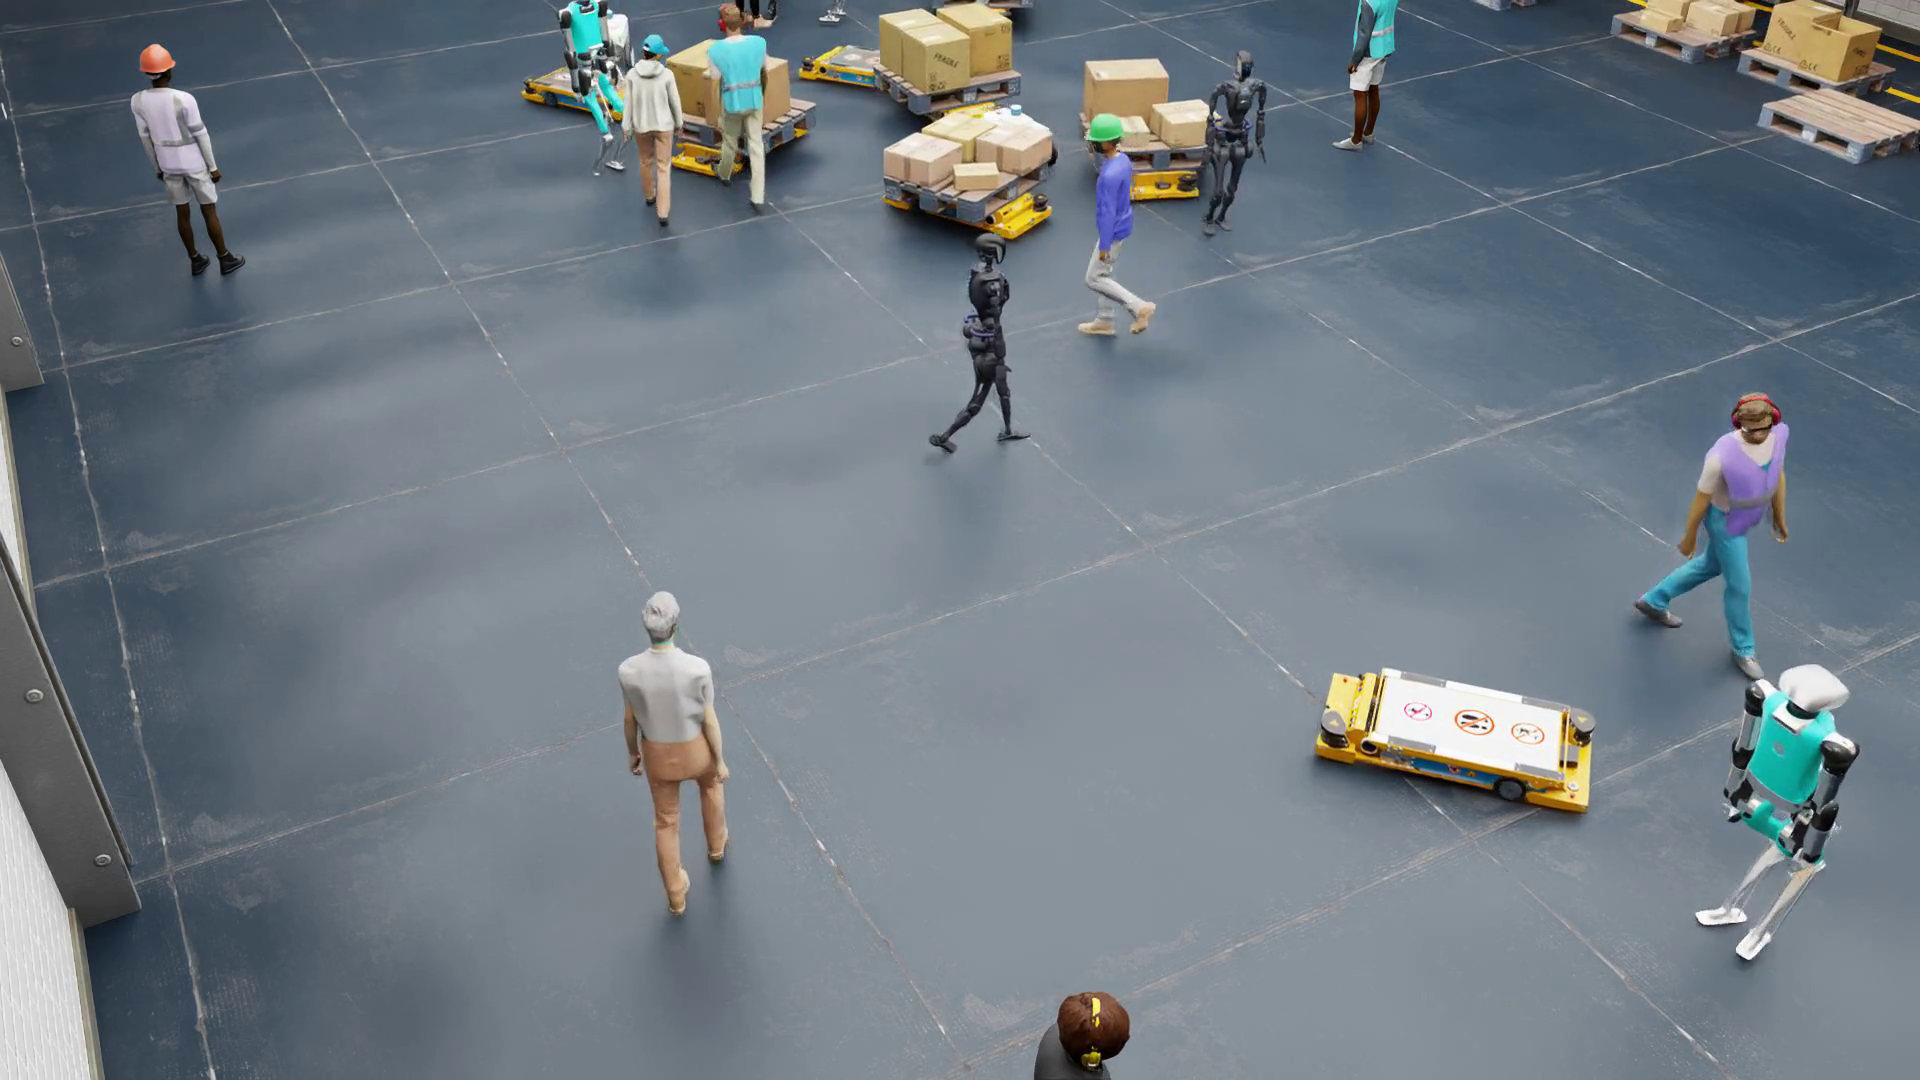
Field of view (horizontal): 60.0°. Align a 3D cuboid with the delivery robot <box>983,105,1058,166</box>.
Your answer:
[{"bbox_3d":[0.545,-3.878,15.993,0.499,0.582,0.764,-22,41,-28],"label":"delivery robot"}]

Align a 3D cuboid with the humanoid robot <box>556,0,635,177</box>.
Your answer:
[{"bbox_3d":[-3.287,-4.223,15.474,0.667,1.807,0.534,26,43,32],"label":"humanoid robot"}]

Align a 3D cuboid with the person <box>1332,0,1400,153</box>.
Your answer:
[{"bbox_3d":[3.952,-4.689,15.955,0.418,1.940,0.552,26,43,32],"label":"person"}]

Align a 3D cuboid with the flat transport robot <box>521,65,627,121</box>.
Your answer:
[{"bbox_3d":[-3.833,-4.680,17.398,1.431,0.231,0.659,18,39,24],"label":"flat transport robot"}]

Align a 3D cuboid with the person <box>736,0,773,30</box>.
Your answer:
[{"bbox_3d":[-2.444,-6.746,19.101,0.532,1.697,0.319,27,43,33],"label":"person"}]

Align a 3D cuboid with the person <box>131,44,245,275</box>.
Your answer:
[{"bbox_3d":[-6.390,-3.108,13.700,0.541,1.938,0.355,1,35,1],"label":"person"}]

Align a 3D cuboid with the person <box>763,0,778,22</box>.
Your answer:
[{"bbox_3d":[-2.200,-7.071,19.354,0.639,1.939,0.647,9,36,12],"label":"person"}]

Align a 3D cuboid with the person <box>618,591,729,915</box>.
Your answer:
[{"bbox_3d":[-1.359,0.990,8.053,0.494,1.705,0.709,0,35,1],"label":"person"}]

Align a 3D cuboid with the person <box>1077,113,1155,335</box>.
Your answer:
[{"bbox_3d":[1.200,-2.359,12.702,0.570,1.852,0.488,6,35,9],"label":"person"}]

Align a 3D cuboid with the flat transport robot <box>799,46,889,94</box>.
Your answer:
[{"bbox_3d":[-0.961,-5.077,17.965,1.431,0.231,0.659,15,38,21],"label":"flat transport robot"}]

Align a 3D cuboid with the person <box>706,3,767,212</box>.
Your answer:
[{"bbox_3d":[-2.010,-3.949,15.020,0.582,1.791,0.969,-13,37,-18],"label":"person"}]

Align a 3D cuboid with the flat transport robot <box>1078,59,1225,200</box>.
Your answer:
[{"bbox_3d":[1.799,-3.616,15.879,0.659,0.231,1.431,-4,35,-6],"label":"flat transport robot"}]

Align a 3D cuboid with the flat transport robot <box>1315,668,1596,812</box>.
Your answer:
[{"bbox_3d":[2.735,1.075,9.181,1.431,0.231,0.659,11,37,15],"label":"flat transport robot"}]

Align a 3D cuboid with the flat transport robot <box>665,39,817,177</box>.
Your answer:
[{"bbox_3d":[-2.159,-3.920,16.312,0.659,0.231,1.431,18,39,24],"label":"flat transport robot"}]

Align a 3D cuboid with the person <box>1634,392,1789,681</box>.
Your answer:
[{"bbox_3d":[4.409,-0.080,9.512,0.569,1.778,0.852,-28,44,-34],"label":"person"}]

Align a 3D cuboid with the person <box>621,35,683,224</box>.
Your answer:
[{"bbox_3d":[-2.720,-3.672,14.769,0.531,1.630,0.707,0,35,0],"label":"person"}]

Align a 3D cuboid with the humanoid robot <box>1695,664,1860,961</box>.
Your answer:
[{"bbox_3d":[3.849,1.236,7.651,0.749,1.754,0.531,-17,38,-22],"label":"humanoid robot"}]

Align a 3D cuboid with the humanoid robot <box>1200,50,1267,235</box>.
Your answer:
[{"bbox_3d":[2.357,-3.455,14.430,0.603,1.645,0.370,-10,36,-14],"label":"humanoid robot"}]

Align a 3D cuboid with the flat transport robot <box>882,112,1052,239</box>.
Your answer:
[{"bbox_3d":[0.058,-3.088,15.124,1.431,0.231,0.659,21,40,27],"label":"flat transport robot"}]

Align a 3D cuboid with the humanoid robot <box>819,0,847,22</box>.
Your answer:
[{"bbox_3d":[-1.456,-6.849,19.132,0.754,1.689,0.530,12,37,16],"label":"humanoid robot"}]

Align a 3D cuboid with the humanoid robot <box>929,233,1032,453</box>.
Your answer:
[{"bbox_3d":[0.133,-1.349,11.453,0.742,1.634,0.608,-8,36,-11],"label":"humanoid robot"}]

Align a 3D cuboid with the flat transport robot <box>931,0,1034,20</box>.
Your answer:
[{"bbox_3d":[0.250,-6.366,19.805,0.659,0.231,1.431,-1,35,-2],"label":"flat transport robot"}]

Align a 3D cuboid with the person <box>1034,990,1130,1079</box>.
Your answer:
[{"bbox_3d":[0.411,2.299,6.034,0.335,1.873,0.502,-6,35,-8],"label":"person"}]

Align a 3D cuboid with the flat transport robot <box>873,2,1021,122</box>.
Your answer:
[{"bbox_3d":[-0.127,-4.534,17.189,0.659,0.231,1.431,-17,39,-23],"label":"flat transport robot"}]

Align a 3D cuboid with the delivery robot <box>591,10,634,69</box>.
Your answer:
[{"bbox_3d":[-3.858,-5.517,18.359,0.499,0.613,0.807,-2,35,-3],"label":"delivery robot"}]
